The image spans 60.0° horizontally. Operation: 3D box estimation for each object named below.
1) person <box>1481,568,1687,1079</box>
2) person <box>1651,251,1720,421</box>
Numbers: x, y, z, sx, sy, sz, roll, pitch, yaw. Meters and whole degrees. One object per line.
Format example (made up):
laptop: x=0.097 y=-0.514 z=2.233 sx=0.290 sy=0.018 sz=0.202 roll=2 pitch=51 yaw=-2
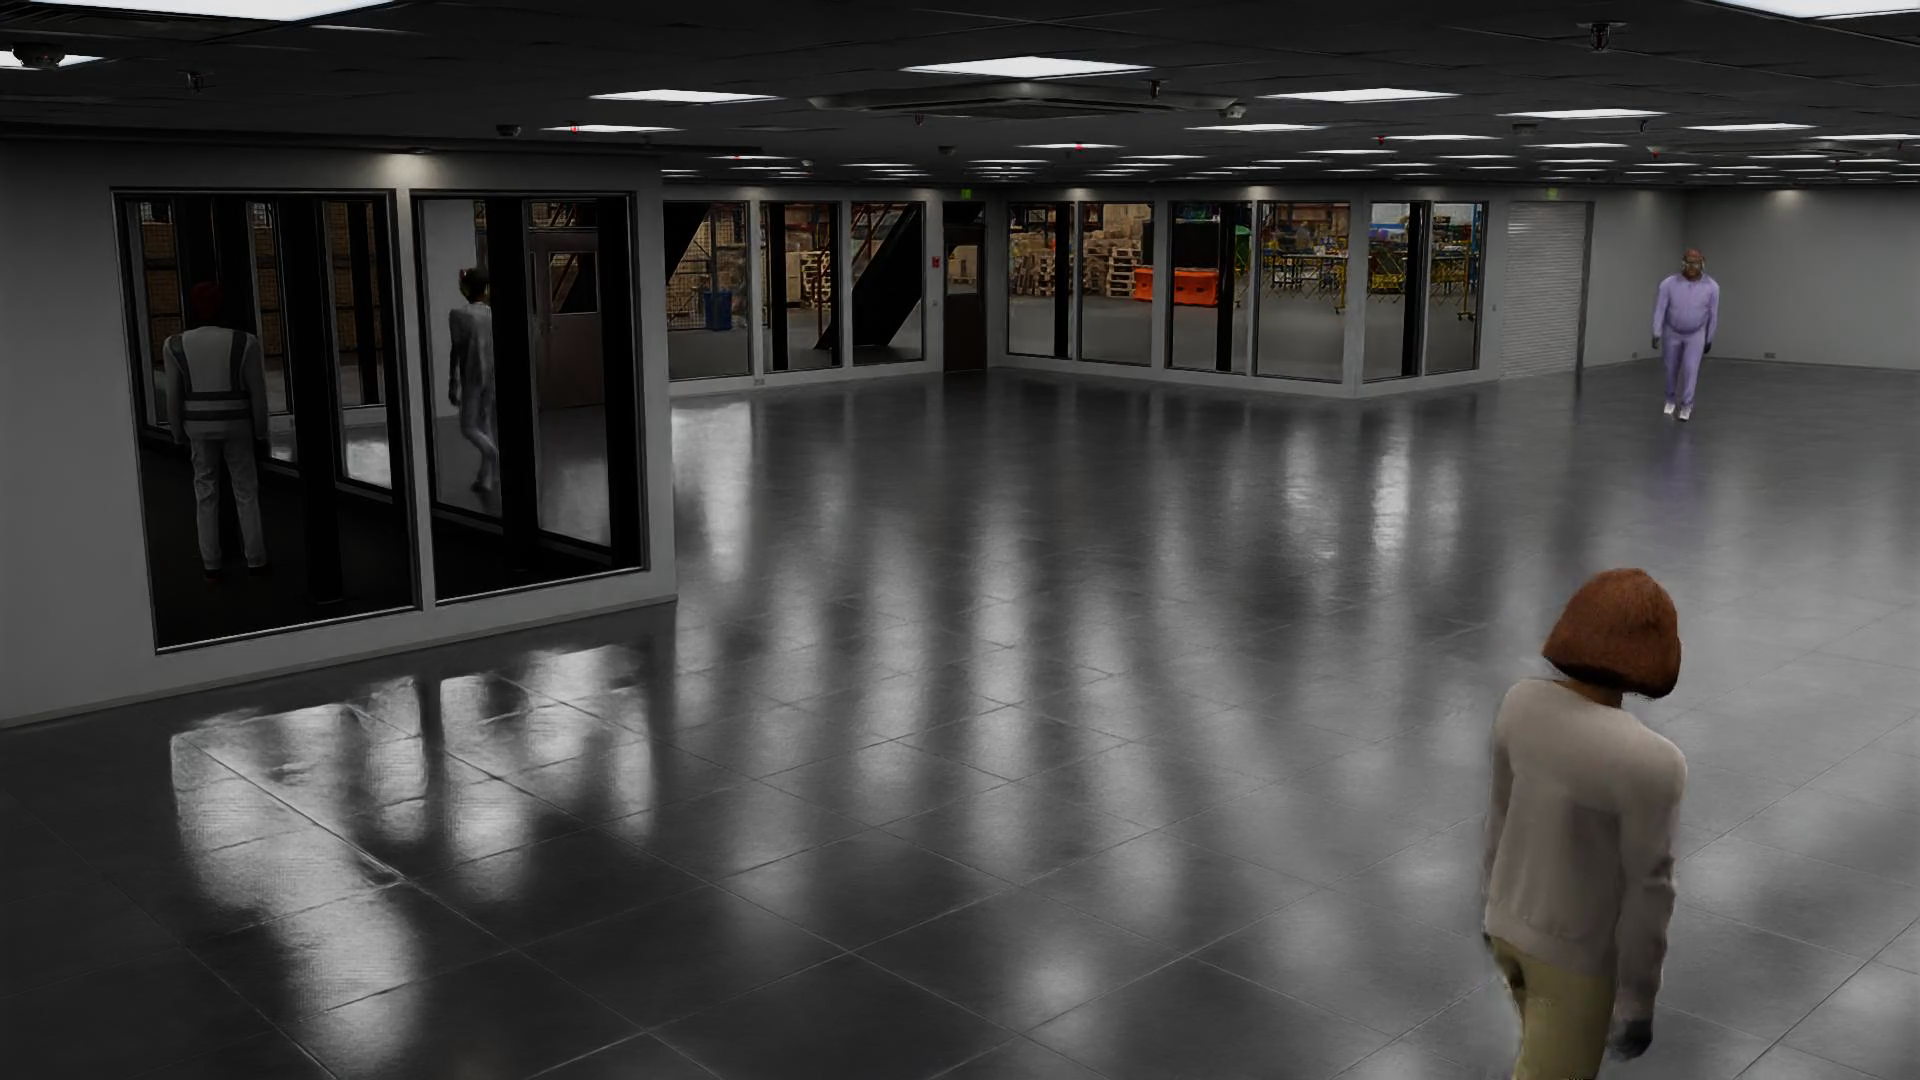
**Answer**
person: x=1.243 y=0.854 z=3.433 sx=0.403 sy=1.611 sz=0.513 roll=-4 pitch=12 yaw=-18
person: x=8.092 y=-2.293 z=18.579 sx=0.654 sy=1.866 sz=0.988 roll=5 pitch=12 yaw=24
